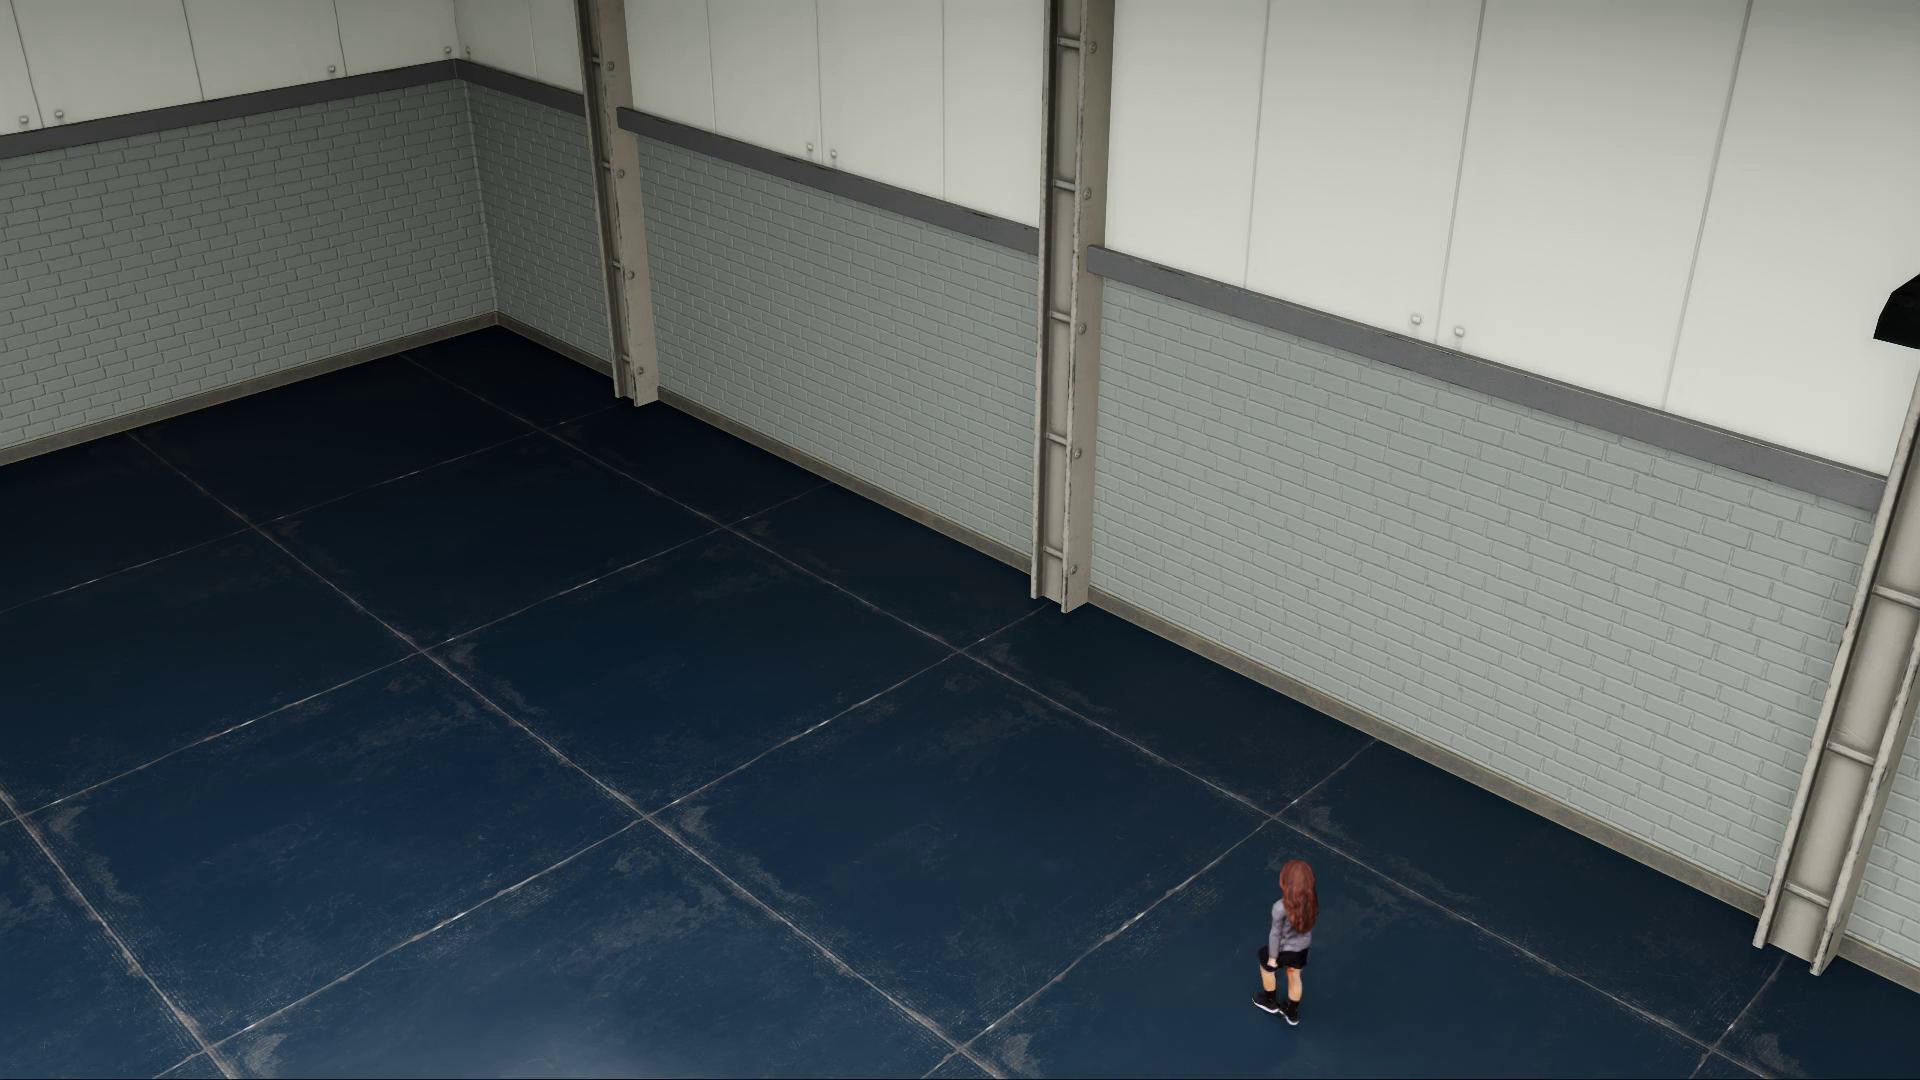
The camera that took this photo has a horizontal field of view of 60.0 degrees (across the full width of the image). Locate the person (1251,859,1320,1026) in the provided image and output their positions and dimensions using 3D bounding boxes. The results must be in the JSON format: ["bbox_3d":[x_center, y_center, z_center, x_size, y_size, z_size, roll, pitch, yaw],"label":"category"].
[{"bbox_3d":[1.878,2.275,9.314,0.536,1.098,0.573,-17,32,-28],"label":"person"}]
